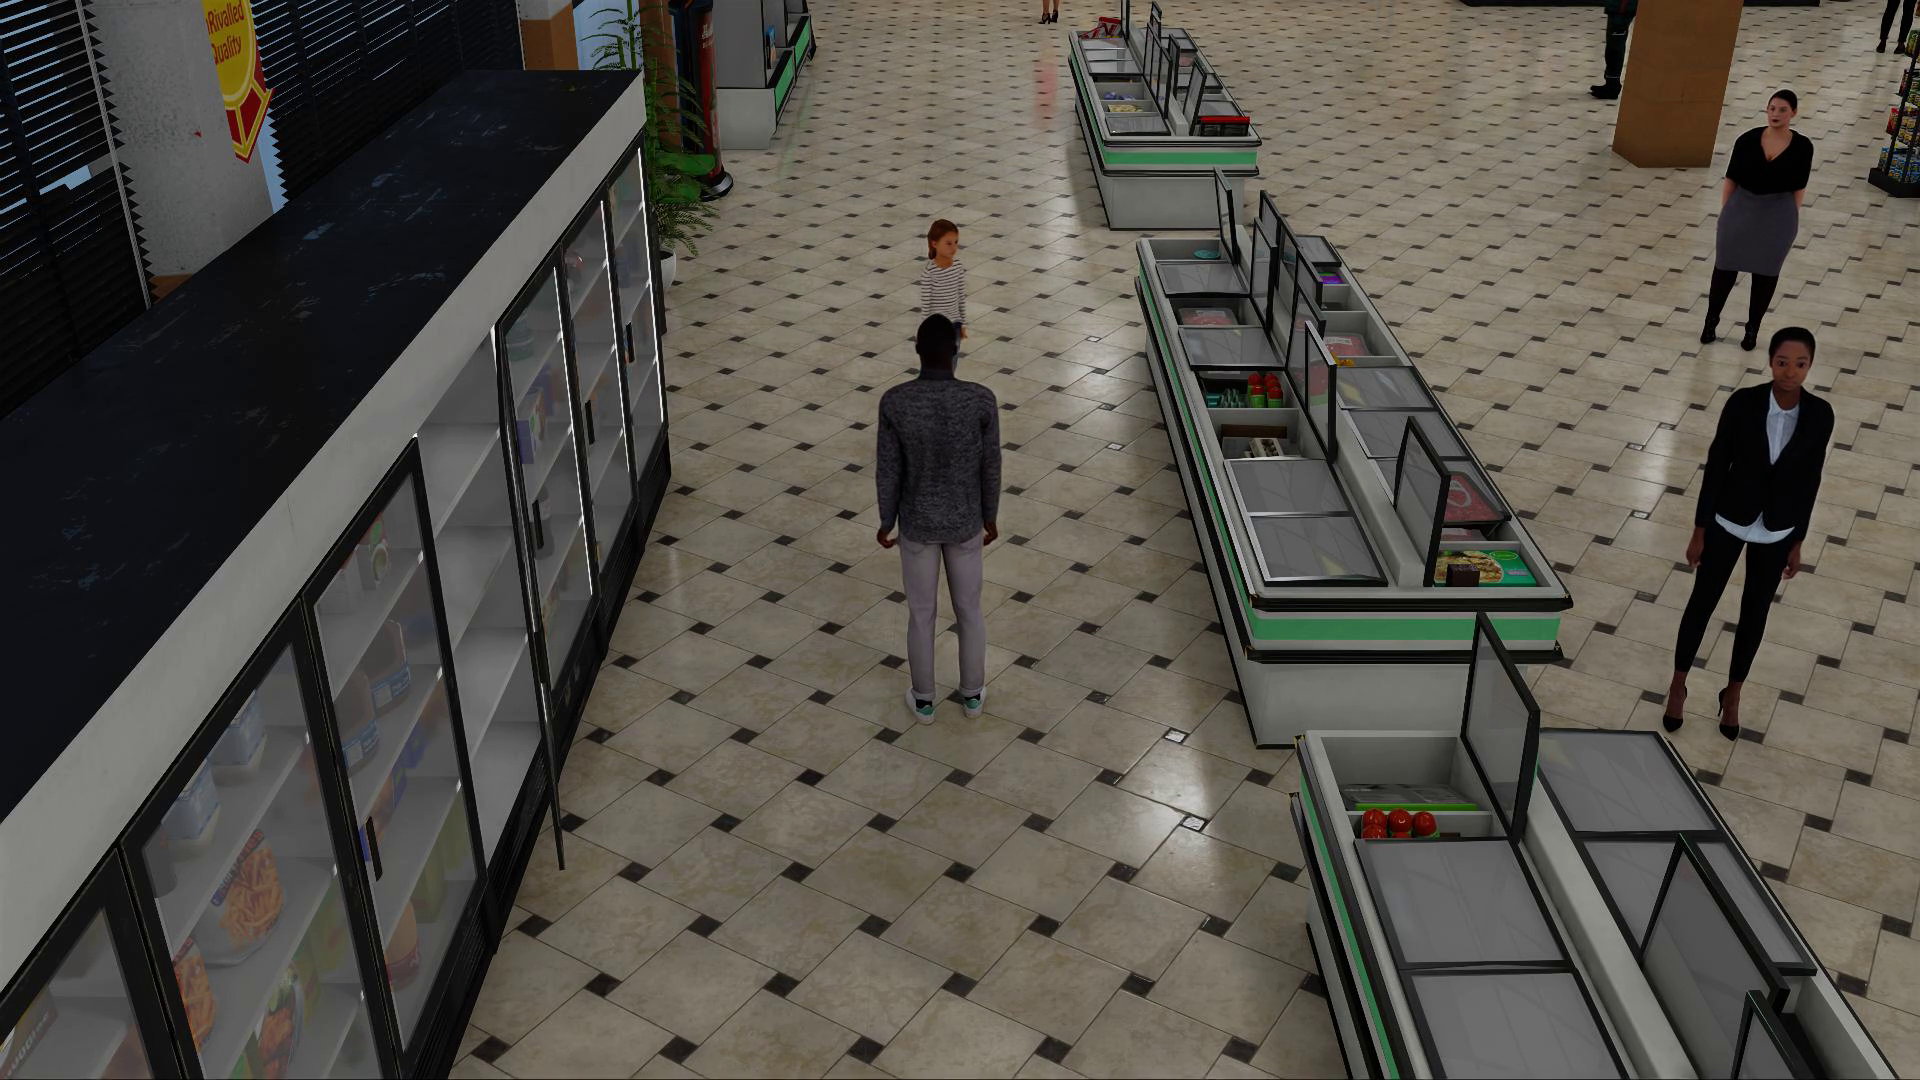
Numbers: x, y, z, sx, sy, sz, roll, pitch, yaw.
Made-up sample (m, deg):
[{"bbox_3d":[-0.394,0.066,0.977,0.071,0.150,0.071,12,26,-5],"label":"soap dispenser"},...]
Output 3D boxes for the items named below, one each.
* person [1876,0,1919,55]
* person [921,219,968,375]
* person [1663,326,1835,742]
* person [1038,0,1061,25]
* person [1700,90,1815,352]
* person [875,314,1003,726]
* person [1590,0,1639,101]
[{"bbox_3d":[11.794,-7.006,20.701,0.750,1.820,0.772,18,32,32],"label":"person"},{"bbox_3d":[-0.115,-1.276,9.961,0.562,1.313,0.615,-19,32,-33],"label":"person"},{"bbox_3d":[3.255,-0.004,6.877,0.648,1.834,0.614,8,28,15],"label":"person"},{"bbox_3d":[1.216,-7.929,22.621,0.667,1.728,0.716,-21,34,-35],"label":"person"},{"bbox_3d":[5.366,-2.146,11.183,0.777,1.758,0.798,15,31,27],"label":"person"},{"bbox_3d":[-0.084,-0.066,6.994,0.694,1.838,0.561,-2,27,-5],"label":"person"},{"bbox_3d":[7.279,-5.816,18.333,0.815,1.838,0.648,9,28,16],"label":"person"}]
